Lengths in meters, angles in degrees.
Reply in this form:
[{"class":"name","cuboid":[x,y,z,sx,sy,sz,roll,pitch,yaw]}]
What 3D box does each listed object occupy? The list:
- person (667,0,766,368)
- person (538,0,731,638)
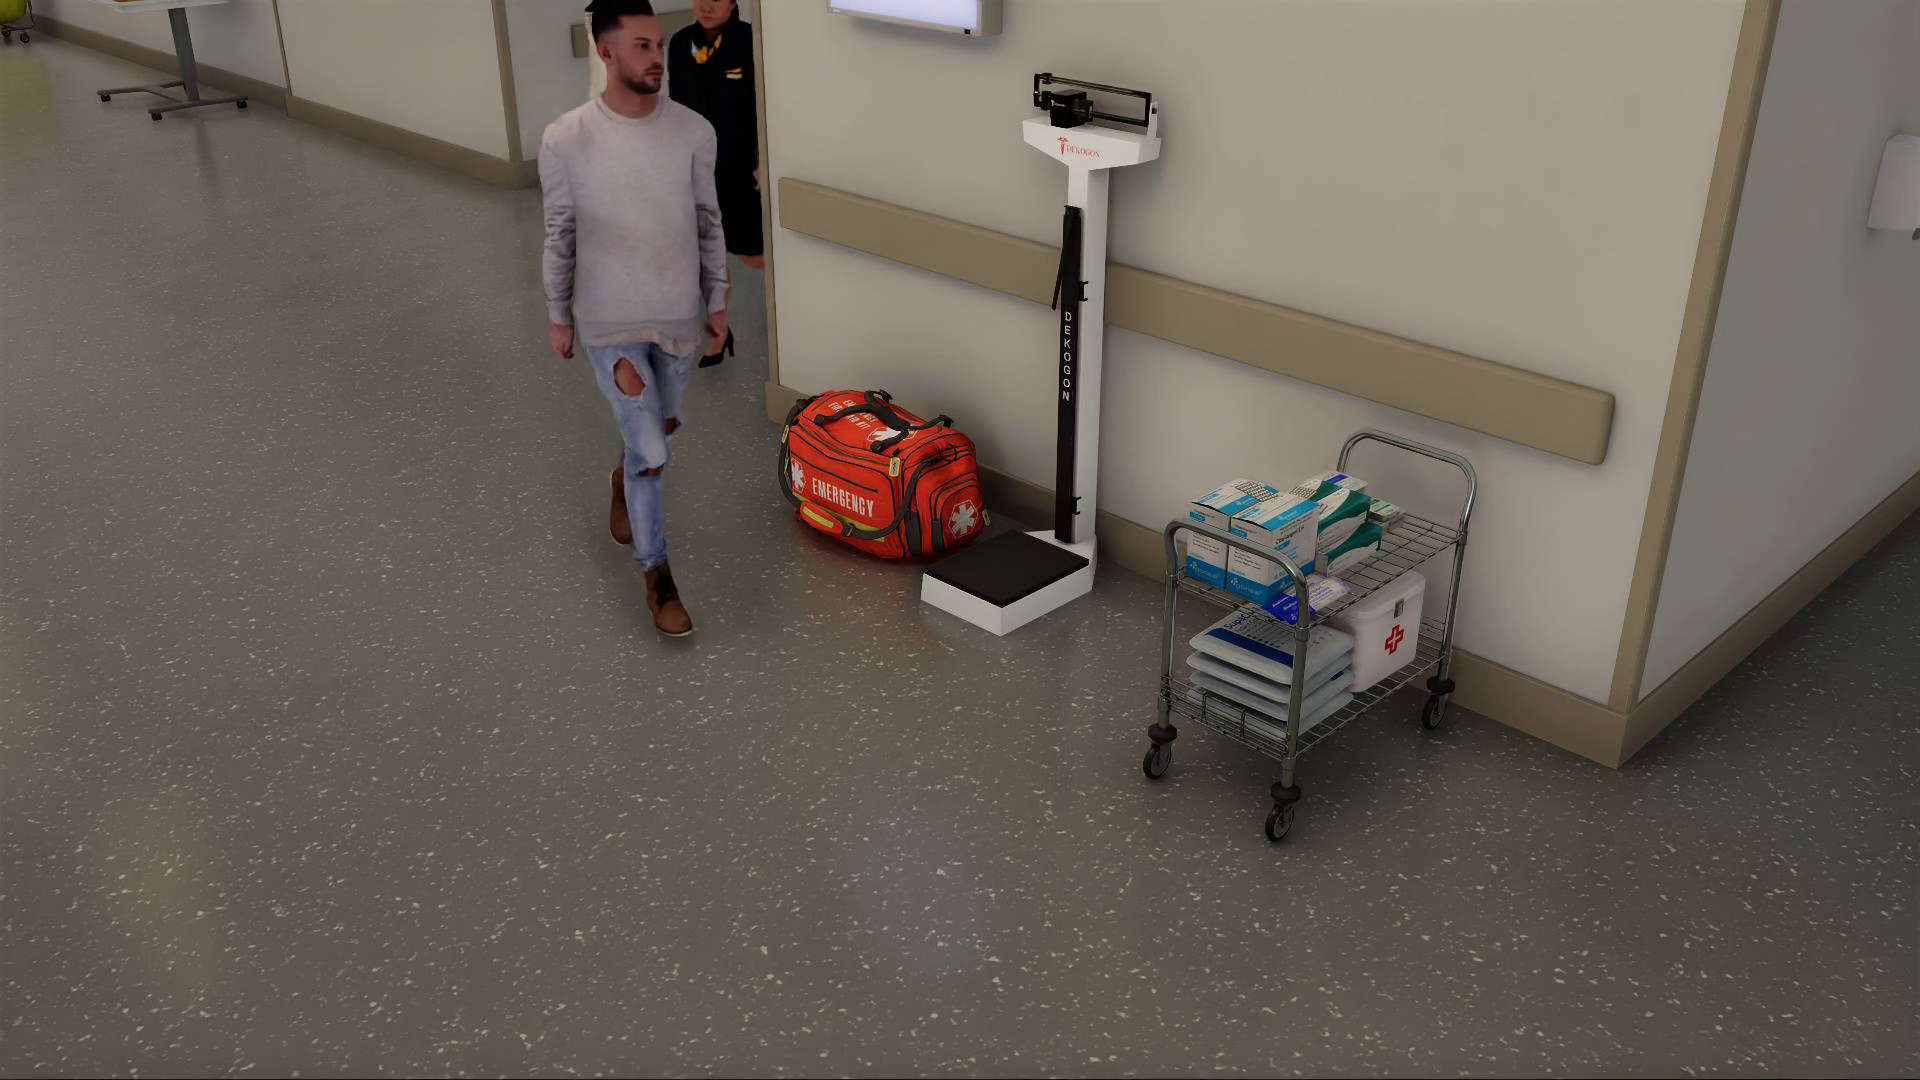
[{"class":"person","cuboid":[-0.910,-1.554,6.941,0.945,1.650,0.937,12,28,24]},{"class":"person","cuboid":[-0.985,-0.683,4.966,0.920,1.796,1.226,-12,28,-24]}]
